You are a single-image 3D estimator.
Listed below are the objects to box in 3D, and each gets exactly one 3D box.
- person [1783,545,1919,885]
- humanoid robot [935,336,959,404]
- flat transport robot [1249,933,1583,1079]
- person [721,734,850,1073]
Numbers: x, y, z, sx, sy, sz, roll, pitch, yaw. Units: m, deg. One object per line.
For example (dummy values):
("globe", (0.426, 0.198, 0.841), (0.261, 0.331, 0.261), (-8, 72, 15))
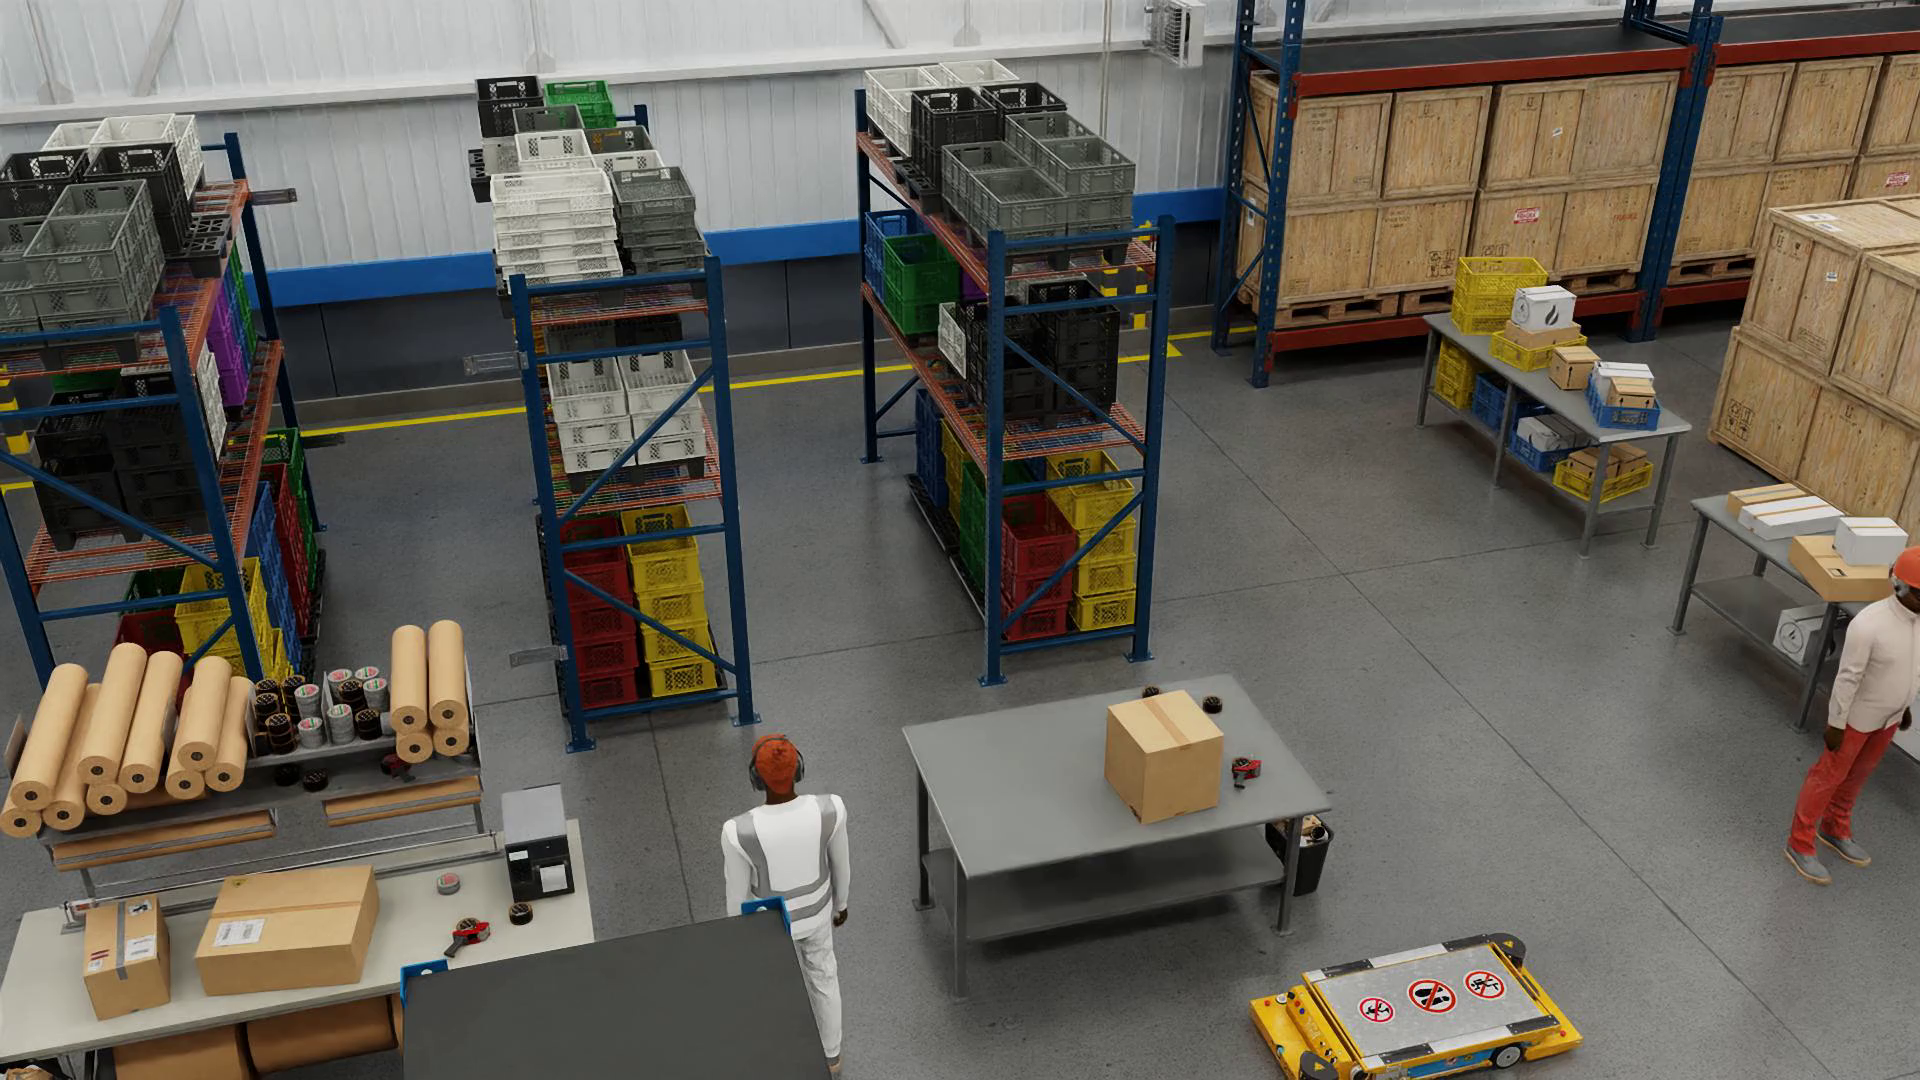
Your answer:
("person", (4.798, 0.902, 8.730), (0.610, 1.993, 0.393), (-13, 31, -22))
("humanoid robot", (-0.067, -1.669, 13.749), (0.344, 1.666, 0.620), (6, 29, 12))
("flat transport robot", (2.184, 2.282, 7.980), (1.431, 0.197, 0.652), (-8, 30, -14))
("person", (-0.763, 1.671, 7.442), (0.571, 1.887, 0.356), (-12, 31, -20))
